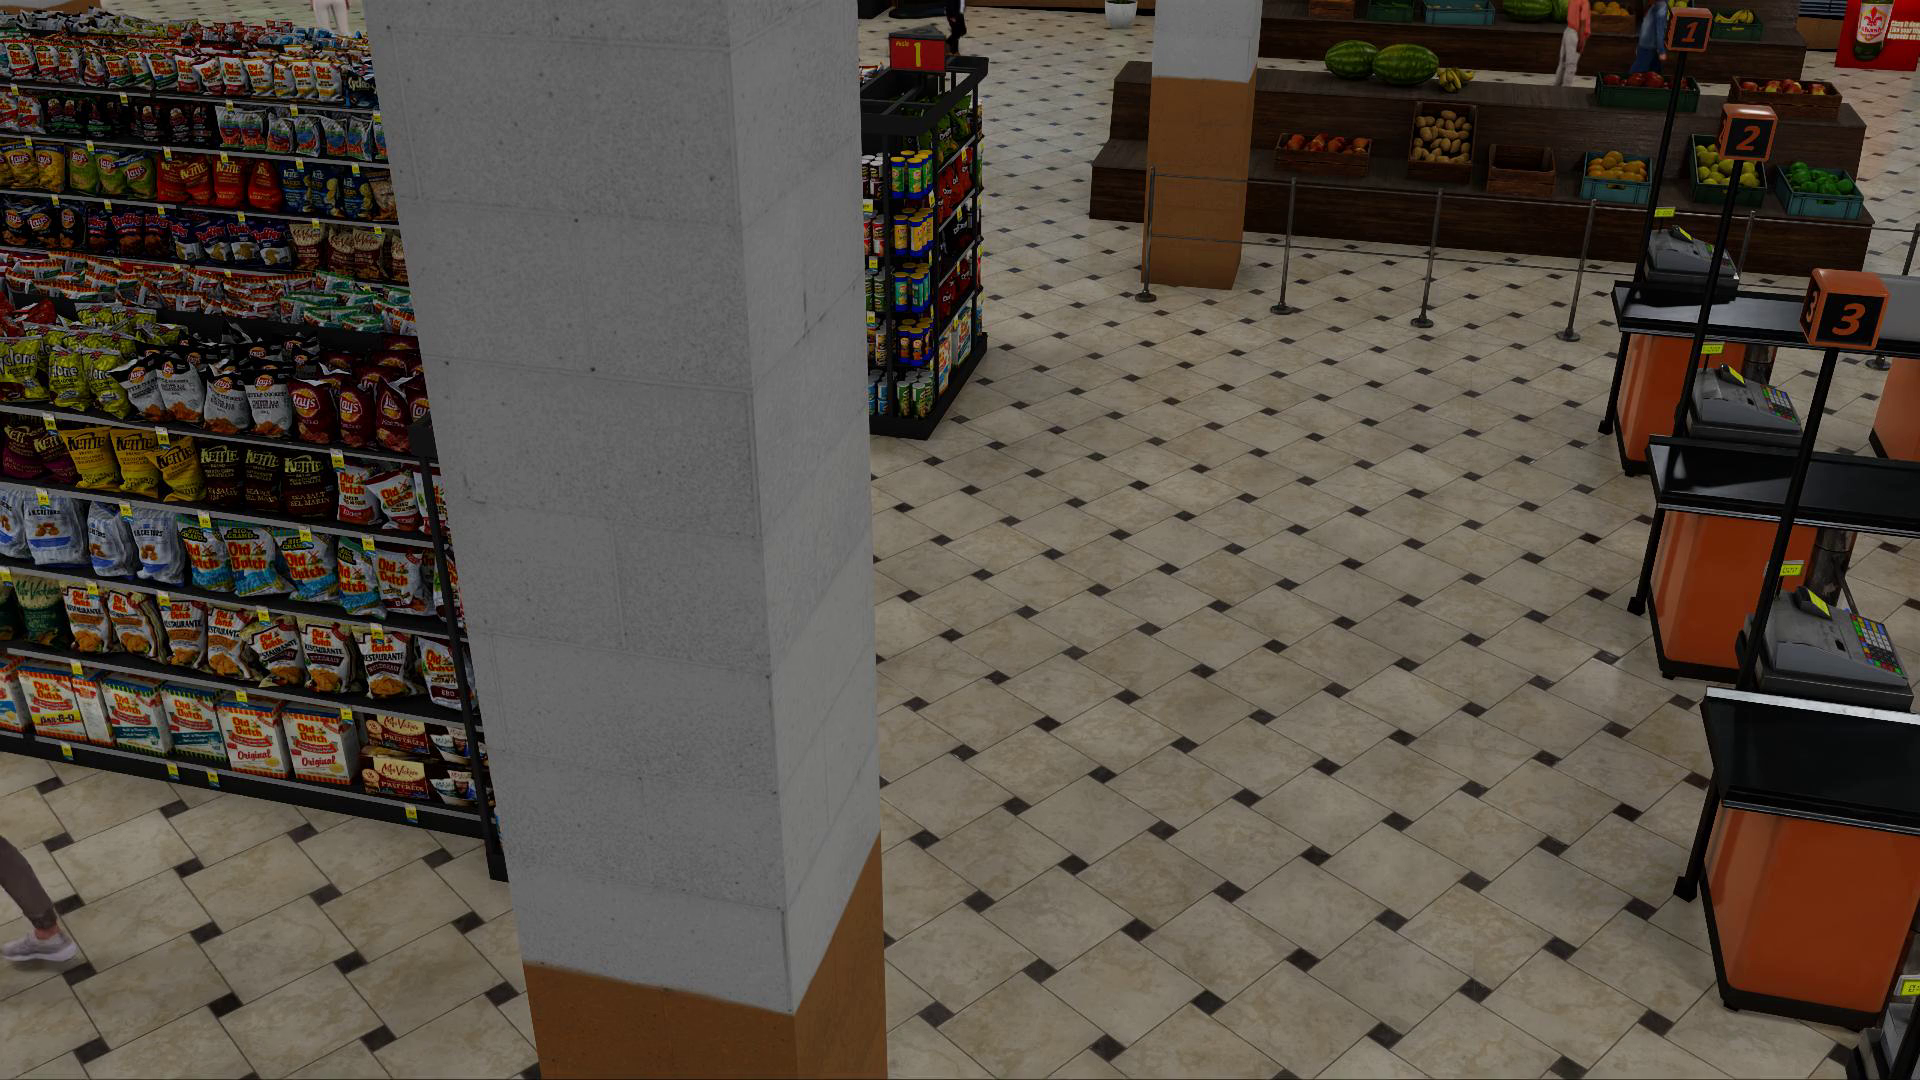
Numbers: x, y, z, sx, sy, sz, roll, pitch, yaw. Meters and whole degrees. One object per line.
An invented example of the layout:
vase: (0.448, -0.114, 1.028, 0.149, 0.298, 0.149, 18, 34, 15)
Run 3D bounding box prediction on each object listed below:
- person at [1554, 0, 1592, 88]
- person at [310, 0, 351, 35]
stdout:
person: (6.405, -5.247, 17.357, 0.569, 1.309, 0.549, -4, 29, -7)
person: (-6.916, -5.935, 18.211, 0.663, 1.699, 0.719, -16, 33, -27)
